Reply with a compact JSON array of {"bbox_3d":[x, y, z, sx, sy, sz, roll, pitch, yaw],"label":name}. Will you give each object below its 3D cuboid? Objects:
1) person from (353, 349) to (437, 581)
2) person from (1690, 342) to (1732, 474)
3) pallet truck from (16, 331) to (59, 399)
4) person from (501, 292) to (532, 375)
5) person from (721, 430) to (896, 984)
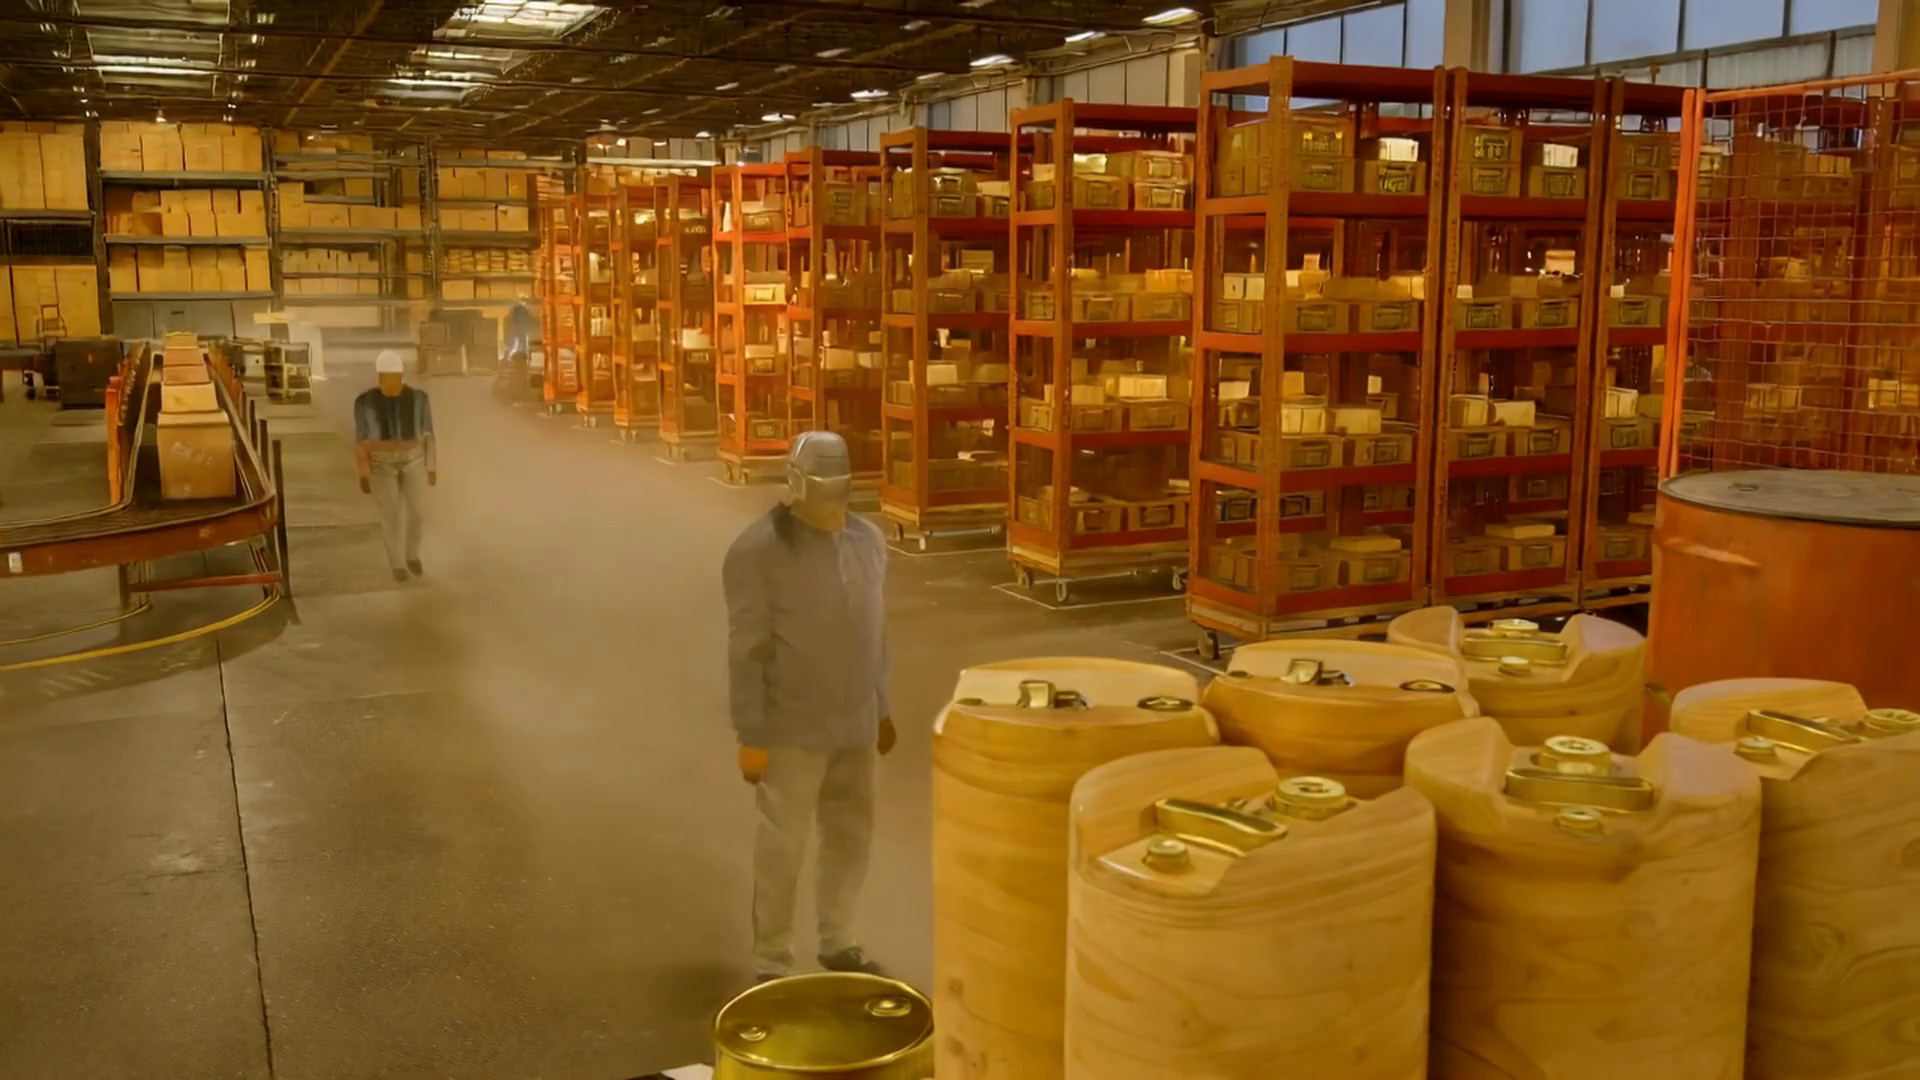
[{"bbox_3d":[-4.378,-0.573,12.923,0.624,1.817,0.459,-5,10,-27],"label":"person"},{"bbox_3d":[6.815,-0.951,15.197,0.393,1.842,0.564,4,10,22],"label":"person"},{"bbox_3d":[-17.082,-3.353,31.781,1.630,1.274,0.653,-4,10,-25],"label":"pallet truck"},{"bbox_3d":[-10.349,-4.824,38.944,0.620,1.942,1.016,6,11,34],"label":"person"},{"bbox_3d":[-0.458,0.586,5.470,0.651,1.904,0.403,-9,13,-44],"label":"person"}]
